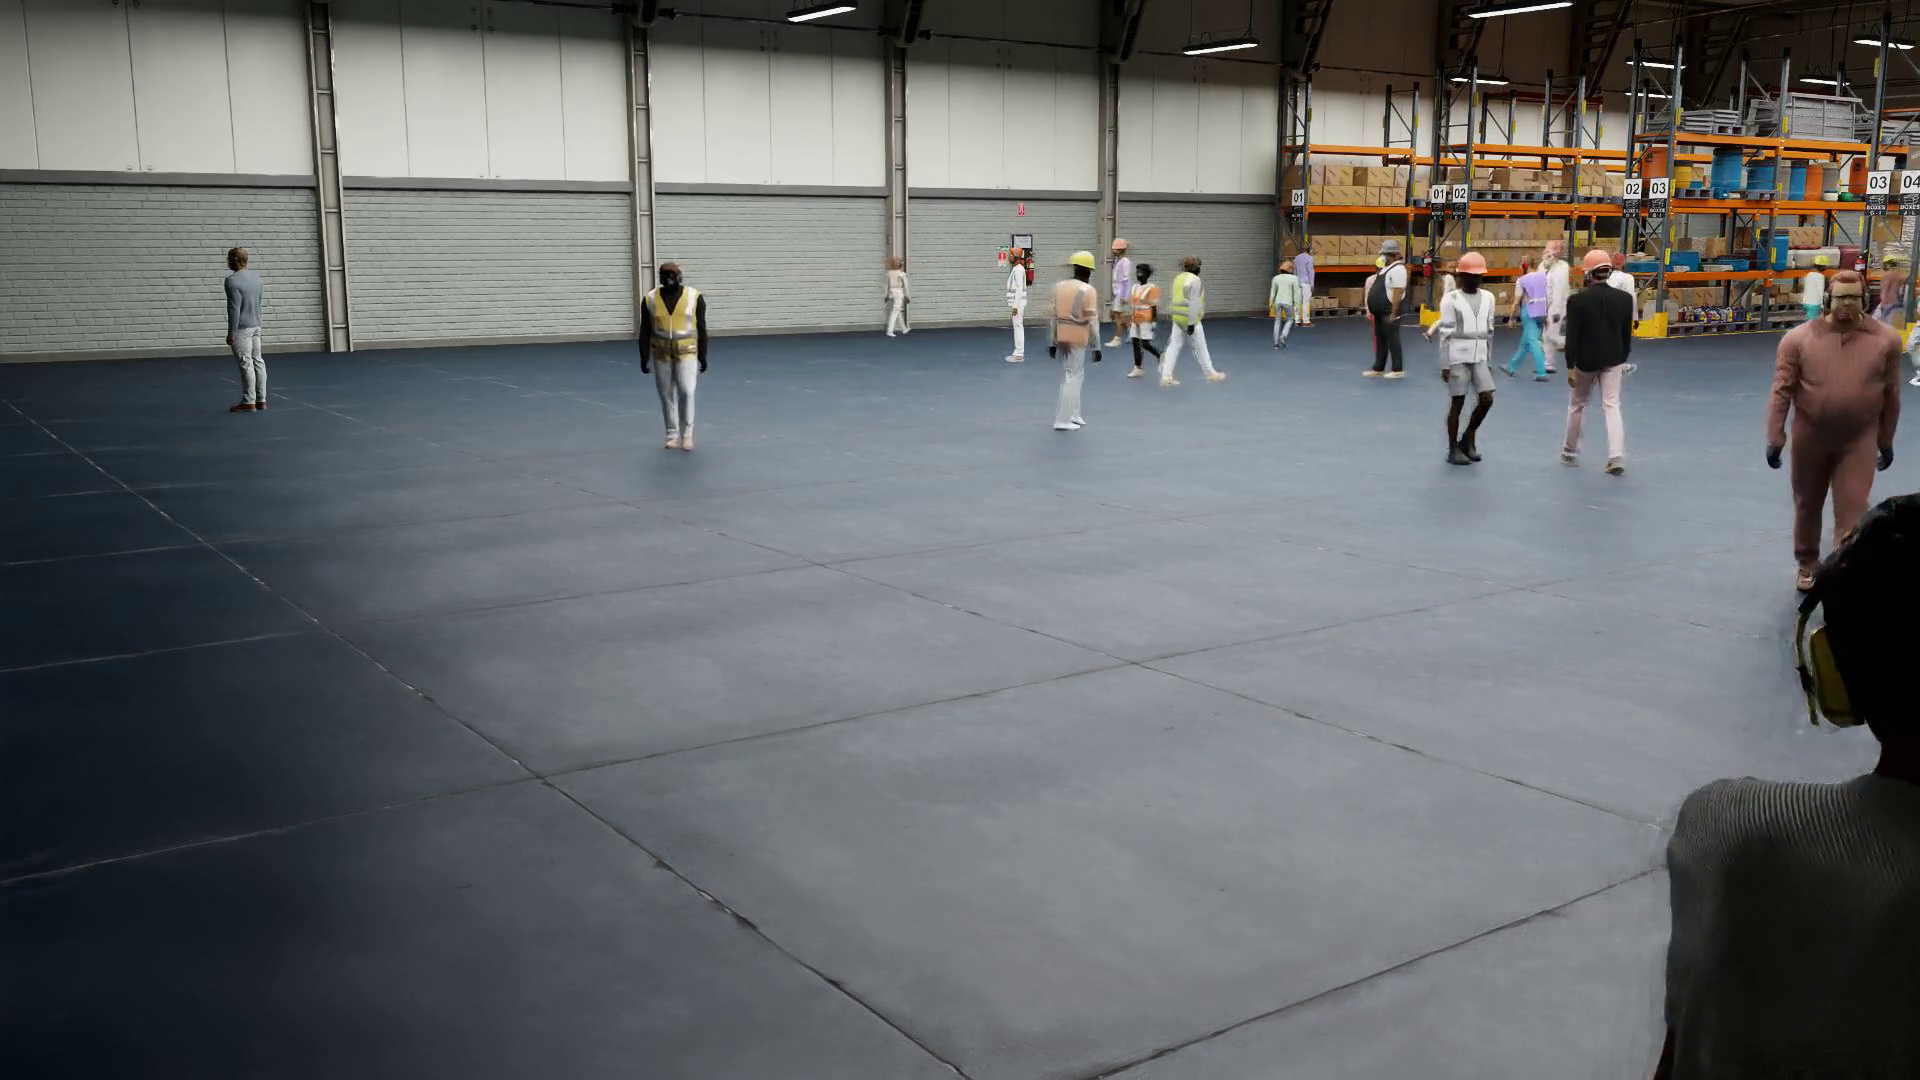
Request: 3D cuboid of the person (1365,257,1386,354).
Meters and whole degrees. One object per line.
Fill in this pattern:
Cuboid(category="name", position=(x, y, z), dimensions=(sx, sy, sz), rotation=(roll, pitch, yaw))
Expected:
Cuboid(category="person", position=(6.934, -3.794, 27.357), dimensions=(0.566, 1.737, 0.420), rotation=(-1, 10, -8))

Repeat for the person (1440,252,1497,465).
Cuboid(category="person", position=(4.580, -1.622, 14.985), dimensions=(0.562, 1.917, 0.443), rotation=(-3, 11, -15))

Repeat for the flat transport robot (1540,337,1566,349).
Cuboid(category="flat transport robot", position=(11.321, -3.610, 30.401), dimensions=(1.431, 0.197, 0.652), rotation=(-1, 10, -7))

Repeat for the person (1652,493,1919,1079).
Cuboid(category="person", position=(0.833, 0.866, 1.598), dimensions=(0.818, 1.824, 0.533), rotation=(-5, 11, -26))

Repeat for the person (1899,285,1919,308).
Cuboid(category="person", position=(19.221, -4.993, 33.439), dimensions=(0.630, 1.933, 0.359), rotation=(5, 11, 25))

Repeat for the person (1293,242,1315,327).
Cuboid(category="person", position=(7.883, -5.844, 38.073), dimensions=(0.371, 1.940, 0.627), rotation=(-6, 12, -30))

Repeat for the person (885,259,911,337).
Cuboid(category="person", position=(-1.264, -5.020, 34.476), dimensions=(0.540, 1.589, 0.875), rotation=(9, 13, 39))

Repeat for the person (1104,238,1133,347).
Cuboid(category="person", position=(3.005, -4.597, 30.975), dimensions=(0.587, 2.029, 0.641), rotation=(-2, 11, -11))

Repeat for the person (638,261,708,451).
Cuboid(category="person", position=(-2.770, -1.753, 15.986), dimensions=(0.645, 1.818, 0.725), rotation=(0, 10, 0))

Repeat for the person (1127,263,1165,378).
Cuboid(category="person", position=(2.724, -3.210, 24.344), dimensions=(0.540, 1.682, 0.540), rotation=(-6, 12, -31))

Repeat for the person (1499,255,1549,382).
Cuboid(category="person", position=(8.121, -3.180, 23.880), dimensions=(0.584, 1.783, 0.989), rotation=(-6, 12, -31))

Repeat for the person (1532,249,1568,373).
Cuboid(category="person", position=(9.012, -3.429, 25.009), dimensions=(0.601, 1.877, 0.696), rotation=(2, 11, 12))

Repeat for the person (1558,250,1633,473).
Cuboid(category="person", position=(5.637, -1.574, 14.664), dimensions=(0.612, 1.951, 0.979), rotation=(1, 10, 3))

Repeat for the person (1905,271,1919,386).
Cuboid(category="person", position=(13.318, -2.977, 22.917), dimensions=(0.414, 1.722, 0.519), rotation=(1, 10, 3))

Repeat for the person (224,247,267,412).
Cuboid(category="person", position=(-8.455, -2.481, 19.643), dimensions=(0.372, 1.940, 0.631), rotation=(1, 10, 6))

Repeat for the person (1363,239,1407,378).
Cuboid(category="person", position=(6.226, -3.384, 24.308), dimensions=(0.539, 2.000, 0.683), rotation=(-1, 10, -4))

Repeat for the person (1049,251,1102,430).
Cuboid(category="person", position=(1.283, -2.121, 17.765), dimensions=(0.686, 1.894, 0.603), rotation=(-8, 13, -37))

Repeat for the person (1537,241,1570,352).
Cuboid(category="person", position=(10.436, -4.315, 29.597), dimensions=(0.841, 1.965, 0.658), rotation=(-7, 12, -33))

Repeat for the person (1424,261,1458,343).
Cuboid(category="person", position=(9.397, -4.595, 32.141), dimensions=(0.770, 1.602, 0.507), rotation=(3, 11, 17))

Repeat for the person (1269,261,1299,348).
Cuboid(category="person", position=(5.976, -4.346, 30.734), dimensions=(0.609, 1.608, 0.400), rotation=(6, 12, 30))

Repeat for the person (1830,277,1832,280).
Cuboid(category="person", position=(25.359, -7.571, 48.421), dimensions=(0.530, 1.616, 0.415), rotation=(1, 10, 3))

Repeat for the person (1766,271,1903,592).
Cuboid(category="person", position=(4.897, -0.565, 9.340), dimensions=(0.678, 1.853, 0.985), rotation=(4, 11, 22))

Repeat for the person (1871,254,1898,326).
Cuboid(category="person", position=(16.526, -4.220, 29.697), dimensions=(0.544, 1.736, 0.385), rotation=(-10, 14, -42))

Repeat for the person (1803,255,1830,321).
Cuboid(category="person", position=(15.089, -4.157, 29.388), dimensions=(0.384, 1.744, 0.527), rotation=(0, 10, 2))

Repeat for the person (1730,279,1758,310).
Cuboid(category="person", position=(18.839, -6.107, 40.006), dimensions=(0.647, 1.770, 0.941), rotation=(7, 13, 35))

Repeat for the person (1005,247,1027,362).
Cuboid(category="person", position=(0.927, -3.882, 27.478), dimensions=(0.356, 1.883, 0.573), rotation=(0, 10, 1))

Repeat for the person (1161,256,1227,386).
Cuboid(category="person", position=(3.211, -3.017, 22.997), dimensions=(0.966, 1.787, 0.634), rotation=(-5, 11, -24))

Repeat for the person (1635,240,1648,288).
Cuboid(category="person", position=(18.369, -7.103, 44.901), dimensions=(0.367, 1.966, 0.607), rotation=(-4, 11, -22))

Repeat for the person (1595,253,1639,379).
Cuboid(category="person", position=(9.557, -3.250, 24.161), dimensions=(1.028, 1.815, 0.606), rotation=(-5, 11, -26))
